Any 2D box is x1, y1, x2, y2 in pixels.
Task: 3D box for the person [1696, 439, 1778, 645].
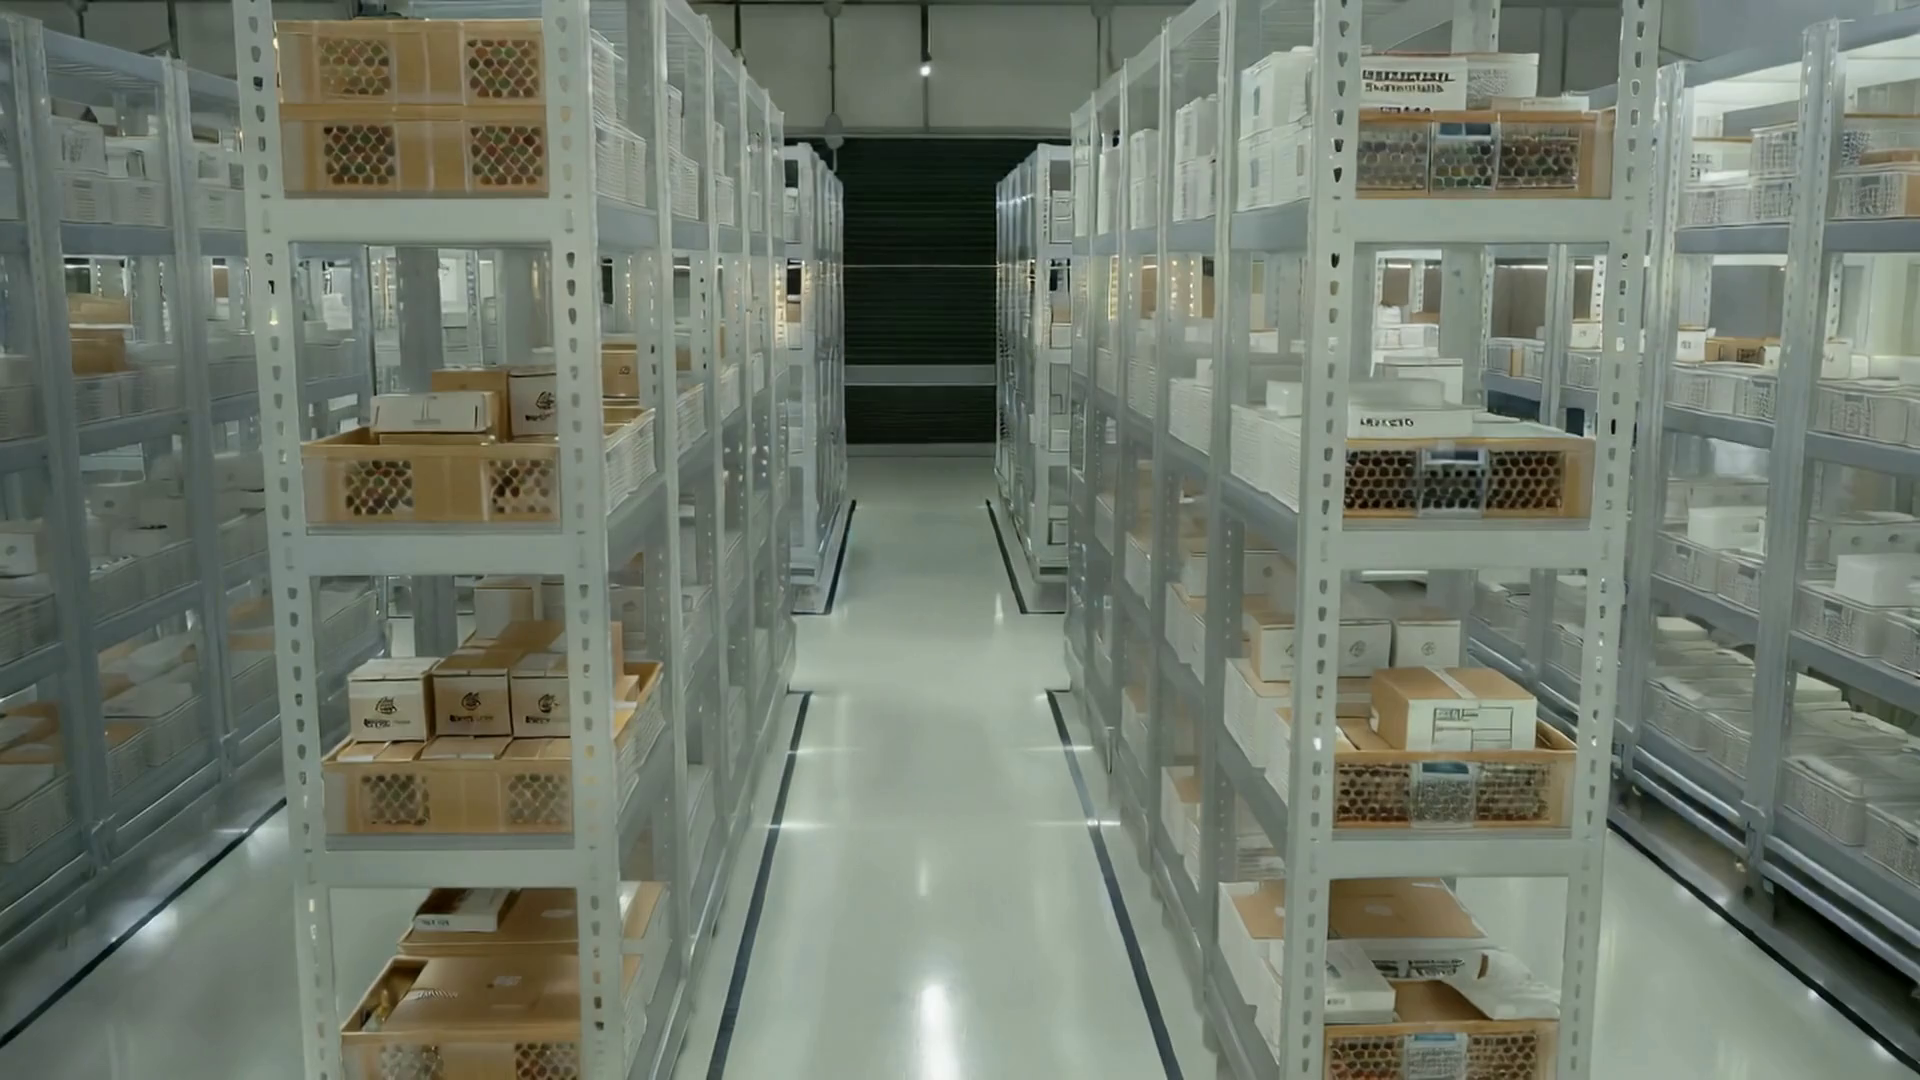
[{"bbox_3d":[5.548,-0.147,11.724,0.443,1.830,0.575,-1,9,-5],"label":"person"}]
